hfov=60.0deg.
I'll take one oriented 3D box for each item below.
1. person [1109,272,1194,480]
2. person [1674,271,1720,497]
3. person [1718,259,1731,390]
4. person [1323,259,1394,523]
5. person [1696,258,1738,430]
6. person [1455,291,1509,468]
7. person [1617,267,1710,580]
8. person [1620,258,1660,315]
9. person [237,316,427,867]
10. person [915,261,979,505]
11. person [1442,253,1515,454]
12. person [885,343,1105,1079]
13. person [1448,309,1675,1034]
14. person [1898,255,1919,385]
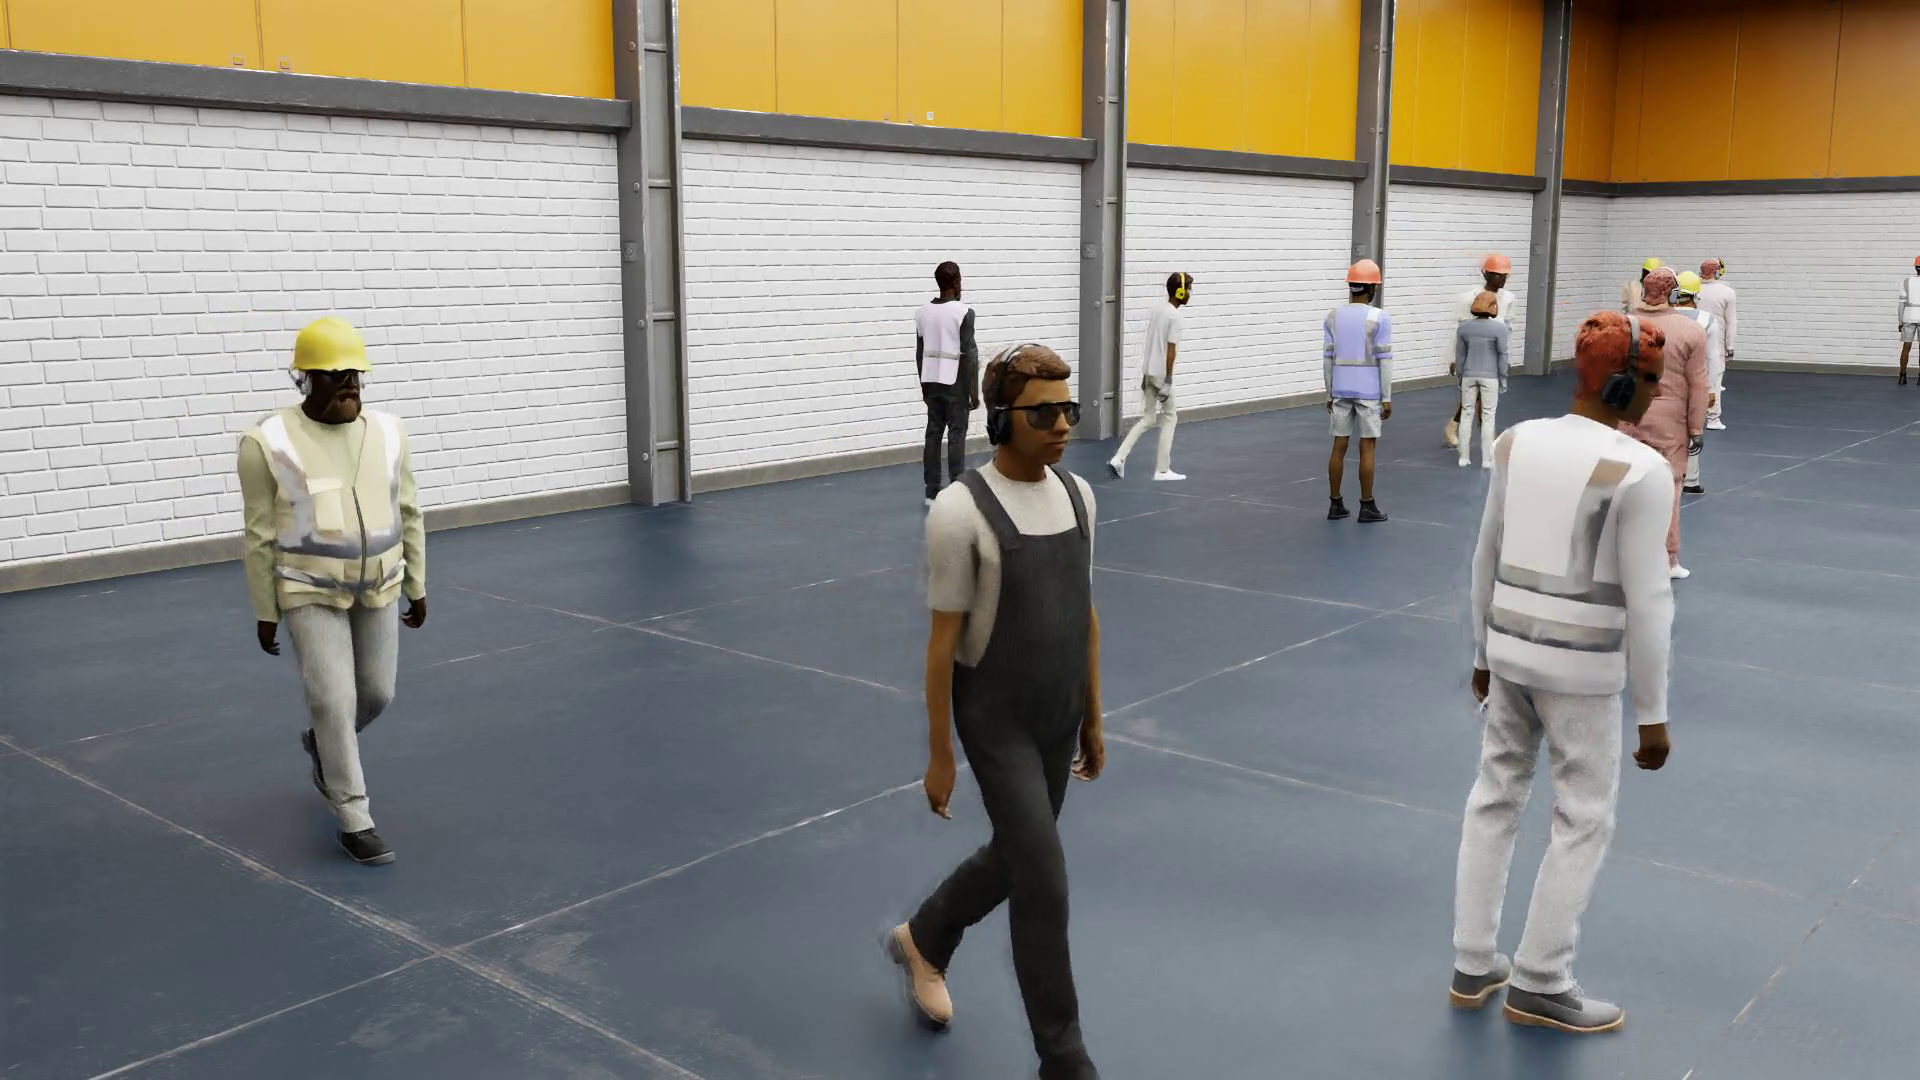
[{"bbox_3d":[1.662,-1.407,14.435,0.693,1.826,0.549,-4,11,-23],"label":"person"},{"bbox_3d":[5.896,-1.271,13.598,0.590,1.837,0.404,8,13,39],"label":"person"},{"bbox_3d":[10.698,-3.048,23.652,0.513,1.861,0.328,8,13,39],"label":"person"},{"bbox_3d":[2.955,-1.092,12.306,0.550,1.935,0.376,8,13,39],"label":"person"},{"bbox_3d":[8.328,-2.178,18.568,0.642,1.908,0.409,8,13,39],"label":"person"},{"bbox_3d":[4.811,-1.477,15.351,0.500,1.633,0.282,8,13,39],"label":"person"},{"bbox_3d":[4.246,-0.707,10.190,0.642,1.909,0.409,8,13,39],"label":"person"},{"bbox_3d":[9.531,-3.002,23.344,0.635,1.873,0.871,6,12,31],"label":"person"},{"bbox_3d":[-2.133,0.142,5.648,0.600,1.809,0.771,-10,14,-44],"label":"person"},{"bbox_3d":[-0.099,-1.211,13.020,0.592,1.922,0.392,8,13,39],"label":"person"},{"bbox_3d":[5.144,-1.854,16.512,0.627,1.991,1.020,-4,11,-23],"label":"person"},{"bbox_3d":[0.097,0.430,3.992,0.516,1.819,0.875,-10,14,-44],"label":"person"},{"bbox_3d":[1.537,0.349,4.313,0.425,1.865,0.622,-5,11,-26],"label":"person"},{"bbox_3d":[14.173,-3.256,24.601,0.545,1.942,0.350,8,13,39],"label":"person"}]
